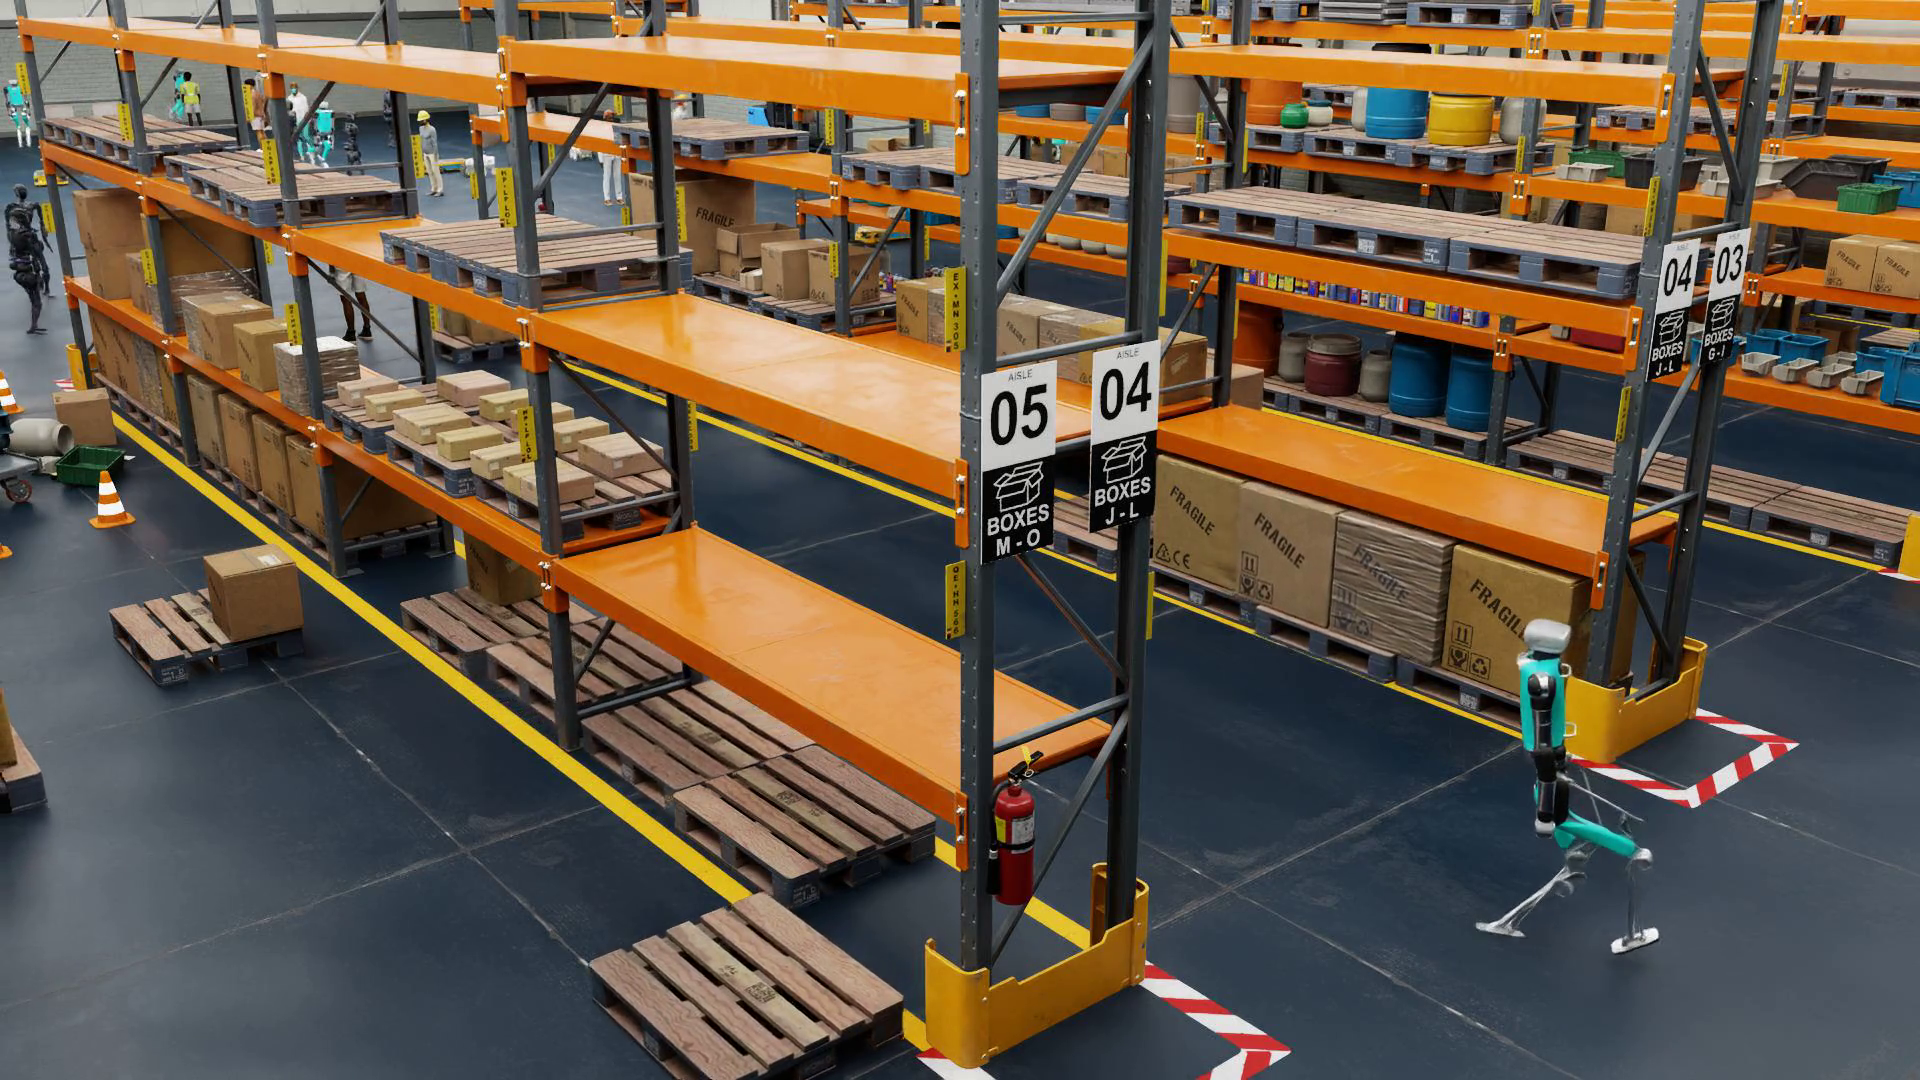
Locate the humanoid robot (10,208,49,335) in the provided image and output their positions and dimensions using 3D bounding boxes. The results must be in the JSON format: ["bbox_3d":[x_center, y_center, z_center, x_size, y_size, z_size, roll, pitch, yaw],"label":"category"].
[{"bbox_3d":[-12.279,-3.522,21.848,0.592,1.645,0.410,14,24,35],"label":"humanoid robot"}]

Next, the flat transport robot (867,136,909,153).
[{"bbox_3d":[-1.490,-8.140,37.102,0.659,0.231,1.431,2,20,7],"label":"flat transport robot"}]

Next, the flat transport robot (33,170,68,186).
[{"bbox_3d":[-20.029,-7.982,36.653,0.659,0.231,1.431,-10,21,-25],"label":"flat transport robot"}]

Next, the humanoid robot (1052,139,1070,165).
[{"bbox_3d":[1.849,-7.518,33.286,0.741,1.897,0.542,-15,25,-37],"label":"humanoid robot"}]

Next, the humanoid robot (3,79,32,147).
[{"bbox_3d":[-24.489,-11.081,43.327,0.530,1.827,0.710,-8,21,-22],"label":"humanoid robot"}]

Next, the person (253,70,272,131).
[{"bbox_3d":[-19.926,-12.641,47.509,0.440,1.862,0.533,4,20,11],"label":"person"}]

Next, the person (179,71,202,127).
[{"bbox_3d":[-21.656,-12.329,46.866,0.539,1.695,0.317,-14,24,-35],"label":"person"}]

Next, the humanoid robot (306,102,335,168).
[{"bbox_3d":[-14.146,-8.795,36.754,1.046,1.722,0.549,13,23,32],"label":"humanoid robot"}]

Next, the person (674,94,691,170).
[{"bbox_3d":[-6.154,-8.962,37.018,0.432,1.877,0.596,6,20,17],"label":"person"}]

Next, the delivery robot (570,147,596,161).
[{"bbox_3d":[-9.310,-9.607,40.817,0.499,0.576,0.757,-12,23,-31],"label":"delivery robot"}]

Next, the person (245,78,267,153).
[{"bbox_3d":[-17.787,-10.728,42.080,0.397,1.852,0.785,-1,19,-2],"label":"person"}]

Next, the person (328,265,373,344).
[{"bbox_3d":[-7.871,-3.503,21.360,0.368,1.959,0.601,11,22,28],"label":"person"}]

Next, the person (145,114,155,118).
[{"bbox_3d":[-15.765,-7.413,32.639,0.521,1.867,0.804,-1,19,-2],"label":"person"}]

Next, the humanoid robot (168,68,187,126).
[{"bbox_3d":[-22.088,-12.400,46.903,0.534,1.722,0.739,10,22,26],"label":"humanoid robot"}]

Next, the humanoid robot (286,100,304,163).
[{"bbox_3d":[-15.472,-9.346,38.511,0.791,1.635,0.612,3,20,9],"label":"humanoid robot"}]

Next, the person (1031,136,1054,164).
[{"bbox_3d":[1.494,-6.842,31.196,0.616,1.738,0.395,9,21,23],"label":"person"}]

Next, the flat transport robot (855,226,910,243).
[{"bbox_3d":[-1.201,-5.431,29.394,1.431,0.231,0.659,-10,22,-27],"label":"flat transport robot"}]

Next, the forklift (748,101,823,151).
[{"bbox_3d":[-4.526,-11.368,42.374,1.129,2.768,1.873,-15,24,-37],"label":"forklift"}]

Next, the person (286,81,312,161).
[{"bbox_3d":[-16.158,-10.261,40.700,0.499,1.889,0.814,-3,20,-8],"label":"person"}]

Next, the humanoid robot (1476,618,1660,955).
[{"bbox_3d":[3.152,1.278,8.178,1.018,1.772,0.532,6,20,16],"label":"humanoid robot"}]

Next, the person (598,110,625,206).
[{"bbox_3d":[-6.972,-7.644,33.276,0.565,1.878,0.352,-14,24,-35],"label":"person"}]

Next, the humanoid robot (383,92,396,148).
[{"bbox_3d":[-14.817,-11.026,43.206,0.610,1.644,0.470,16,25,38],"label":"humanoid robot"}]

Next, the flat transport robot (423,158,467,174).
[{"bbox_3d":[-11.959,-8.700,38.697,0.659,0.231,1.431,16,25,38],"label":"flat transport robot"}]

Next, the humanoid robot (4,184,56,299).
[{"bbox_3d":[-13.509,-4.326,24.115,0.379,1.647,0.583,14,24,34],"label":"humanoid robot"}]

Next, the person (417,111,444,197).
[{"bbox_3d":[-11.009,-8.003,34.484,0.515,1.752,0.370,16,25,38],"label":"person"}]

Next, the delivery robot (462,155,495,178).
[{"bbox_3d":[-10.863,-8.485,37.633,0.499,0.581,0.767,7,21,20],"label":"delivery robot"}]

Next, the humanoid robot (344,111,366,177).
[{"bbox_3d":[-12.891,-8.294,35.448,0.690,1.630,0.611,-2,19,-6],"label":"humanoid robot"}]
